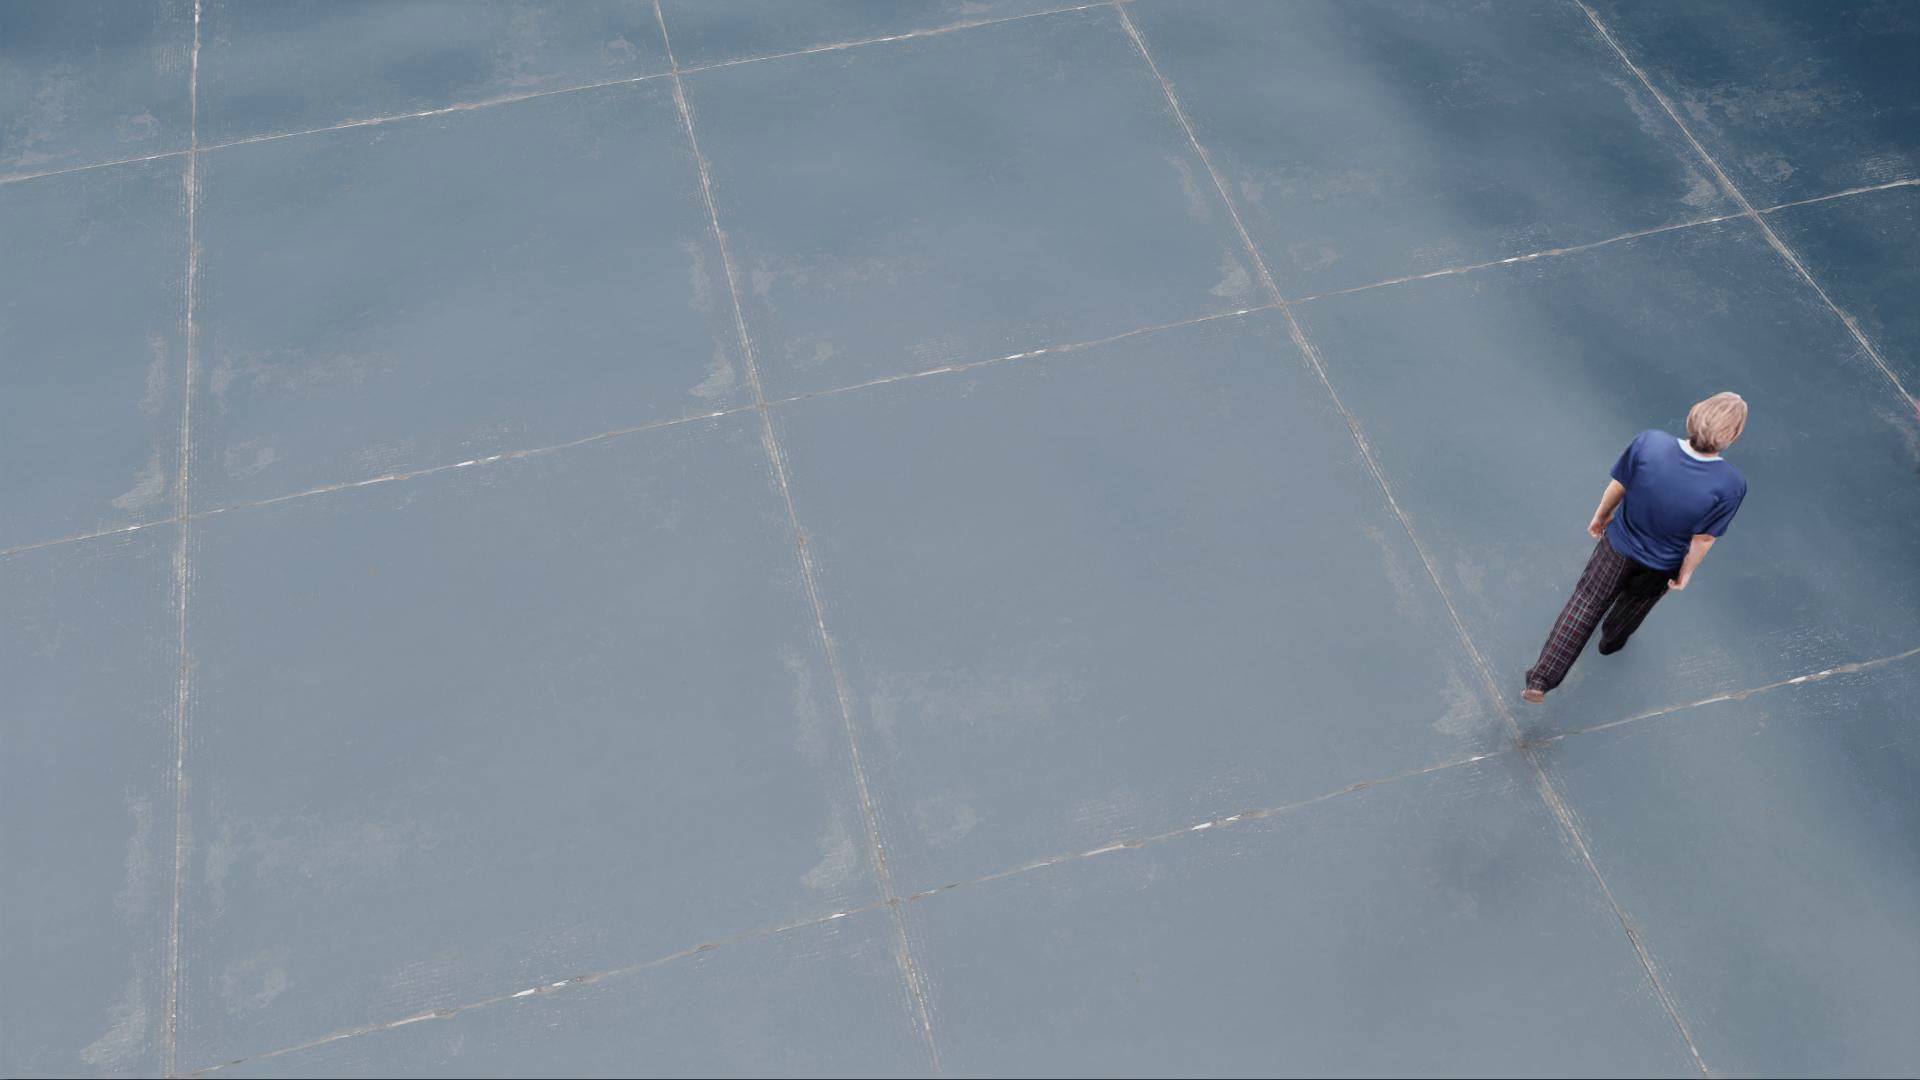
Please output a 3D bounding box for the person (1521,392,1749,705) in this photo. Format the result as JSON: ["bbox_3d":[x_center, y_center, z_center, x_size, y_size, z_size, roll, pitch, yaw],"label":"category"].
[{"bbox_3d":[2.916,0.089,7.165,1.142,1.841,1.132,32,59,22],"label":"person"}]
